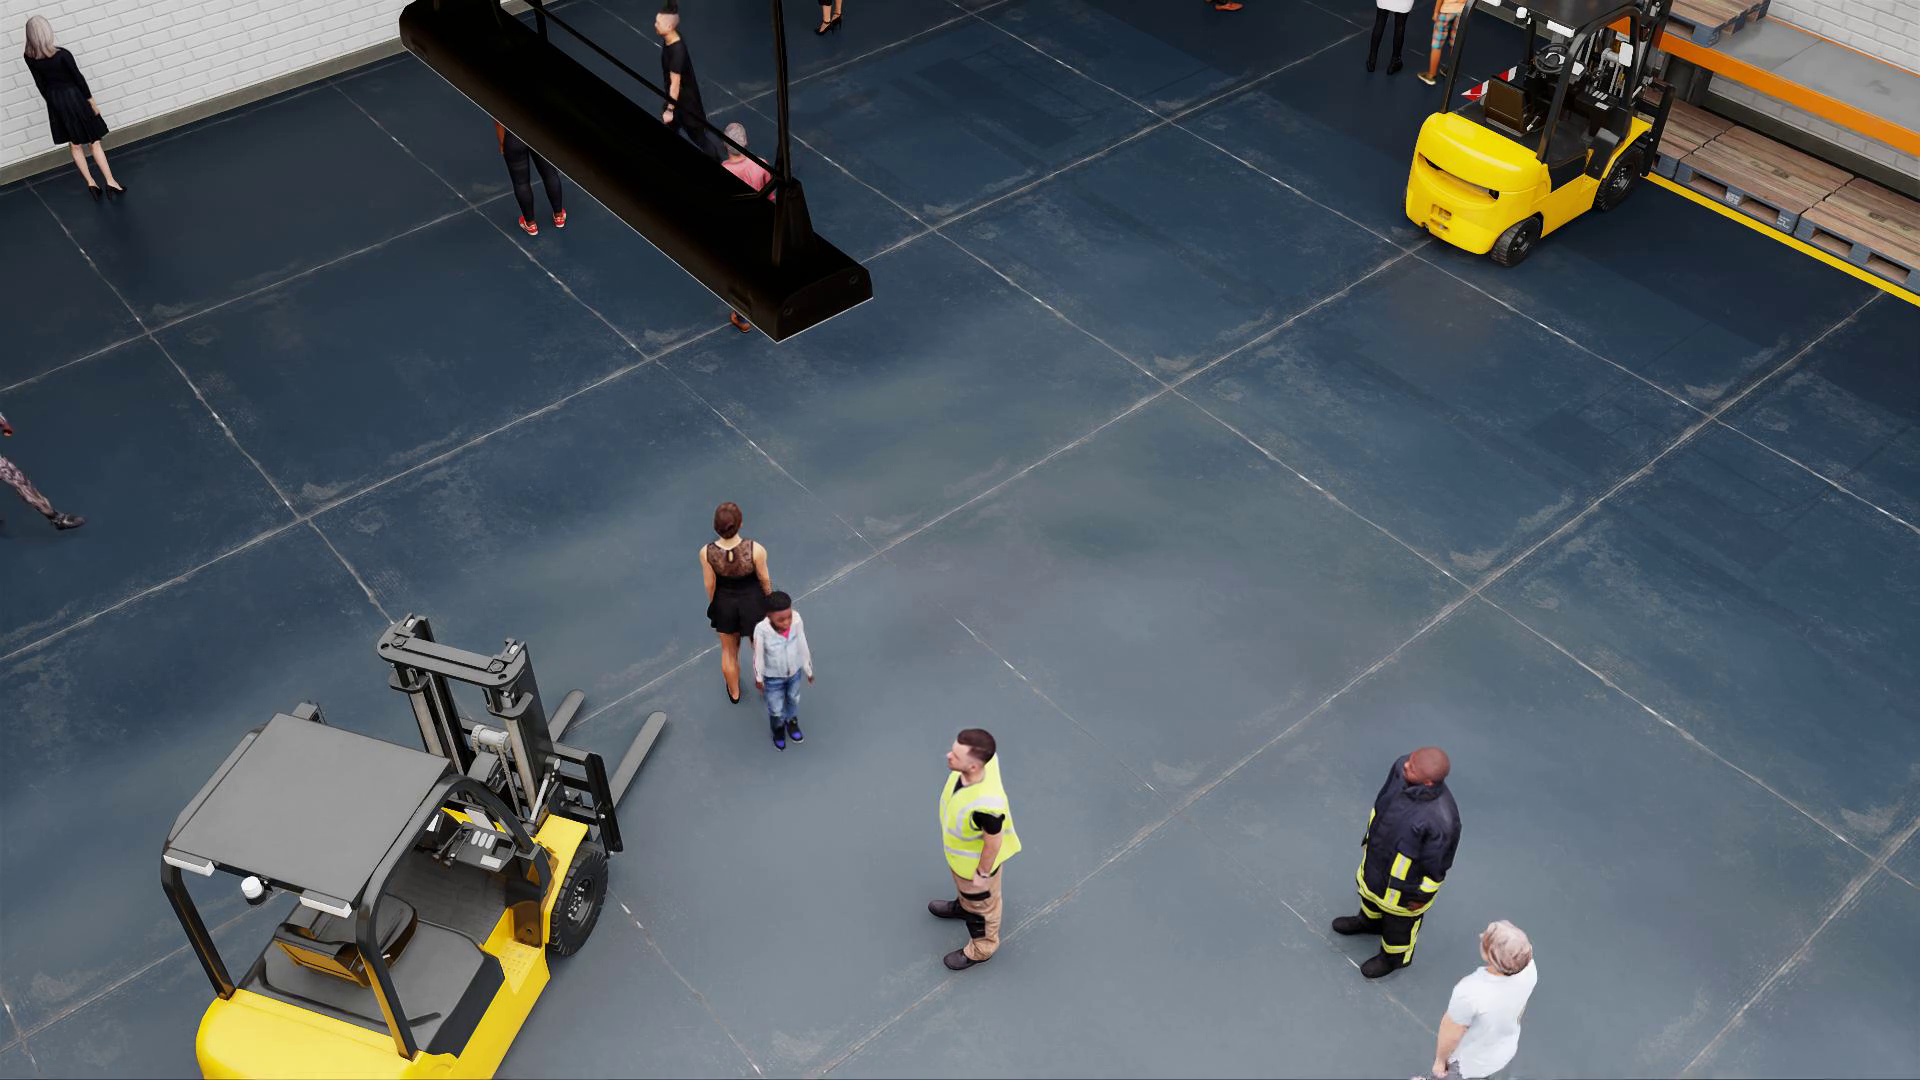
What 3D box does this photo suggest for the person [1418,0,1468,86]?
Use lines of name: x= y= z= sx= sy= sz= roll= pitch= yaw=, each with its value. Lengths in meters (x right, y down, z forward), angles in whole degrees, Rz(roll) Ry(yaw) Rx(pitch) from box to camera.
person: x=4.885 y=-5.243 z=16.501 sx=0.589 sy=1.457 sz=0.597 roll=-11 pitch=45 yaw=-11

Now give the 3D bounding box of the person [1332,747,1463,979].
person: x=2.399 y=1.693 z=8.958 sx=0.907 sy=1.820 sz=0.773 roll=-11 pitch=45 yaw=-12

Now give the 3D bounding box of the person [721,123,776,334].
person: x=-1.720 y=-2.502 z=13.353 sx=0.744 sy=1.831 sz=0.660 roll=-16 pitch=46 yaw=-17

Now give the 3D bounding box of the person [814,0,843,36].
person: x=-1.413 y=-6.103 z=17.114 sx=0.615 sy=1.858 sz=0.660 roll=25 pitch=49 yaw=24

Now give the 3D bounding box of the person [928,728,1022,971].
person: x=0.069 y=1.636 z=8.999 sx=0.901 sy=1.847 sz=0.824 roll=-7 pitch=44 yaw=-7

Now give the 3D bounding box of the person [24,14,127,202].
person: x=-7.926 y=-3.850 z=14.830 sx=0.703 sy=1.746 sz=0.744 roll=-2 pitch=44 yaw=-2

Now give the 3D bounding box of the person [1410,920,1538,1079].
person: x=2.576 y=2.548 z=8.076 sx=0.791 sy=1.799 sz=1.140 roll=-20 pitch=47 yaw=-19

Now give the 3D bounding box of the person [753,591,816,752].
person: x=-1.128 y=0.753 z=10.354 sx=0.553 sy=1.255 sz=0.566 roll=-18 pitch=47 yaw=-18

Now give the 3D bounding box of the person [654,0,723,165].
person: x=-2.390 y=-3.913 z=14.845 sx=1.041 sy=1.818 sz=1.181 roll=-13 pitch=45 yaw=-13

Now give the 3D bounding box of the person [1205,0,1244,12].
person: x=2.831 y=-6.521 z=17.600 sx=0.770 sy=1.791 sz=0.622 roll=-14 pitch=45 yaw=-15

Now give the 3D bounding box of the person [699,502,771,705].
person: x=-1.382 y=0.403 z=10.417 sx=0.678 sy=1.675 sz=0.723 roll=-2 pitch=44 yaw=-2

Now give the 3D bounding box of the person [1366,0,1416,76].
person: x=4.337 y=-5.510 z=16.527 sx=0.623 sy=1.808 sz=0.747 roll=16 pitch=46 yaw=16
